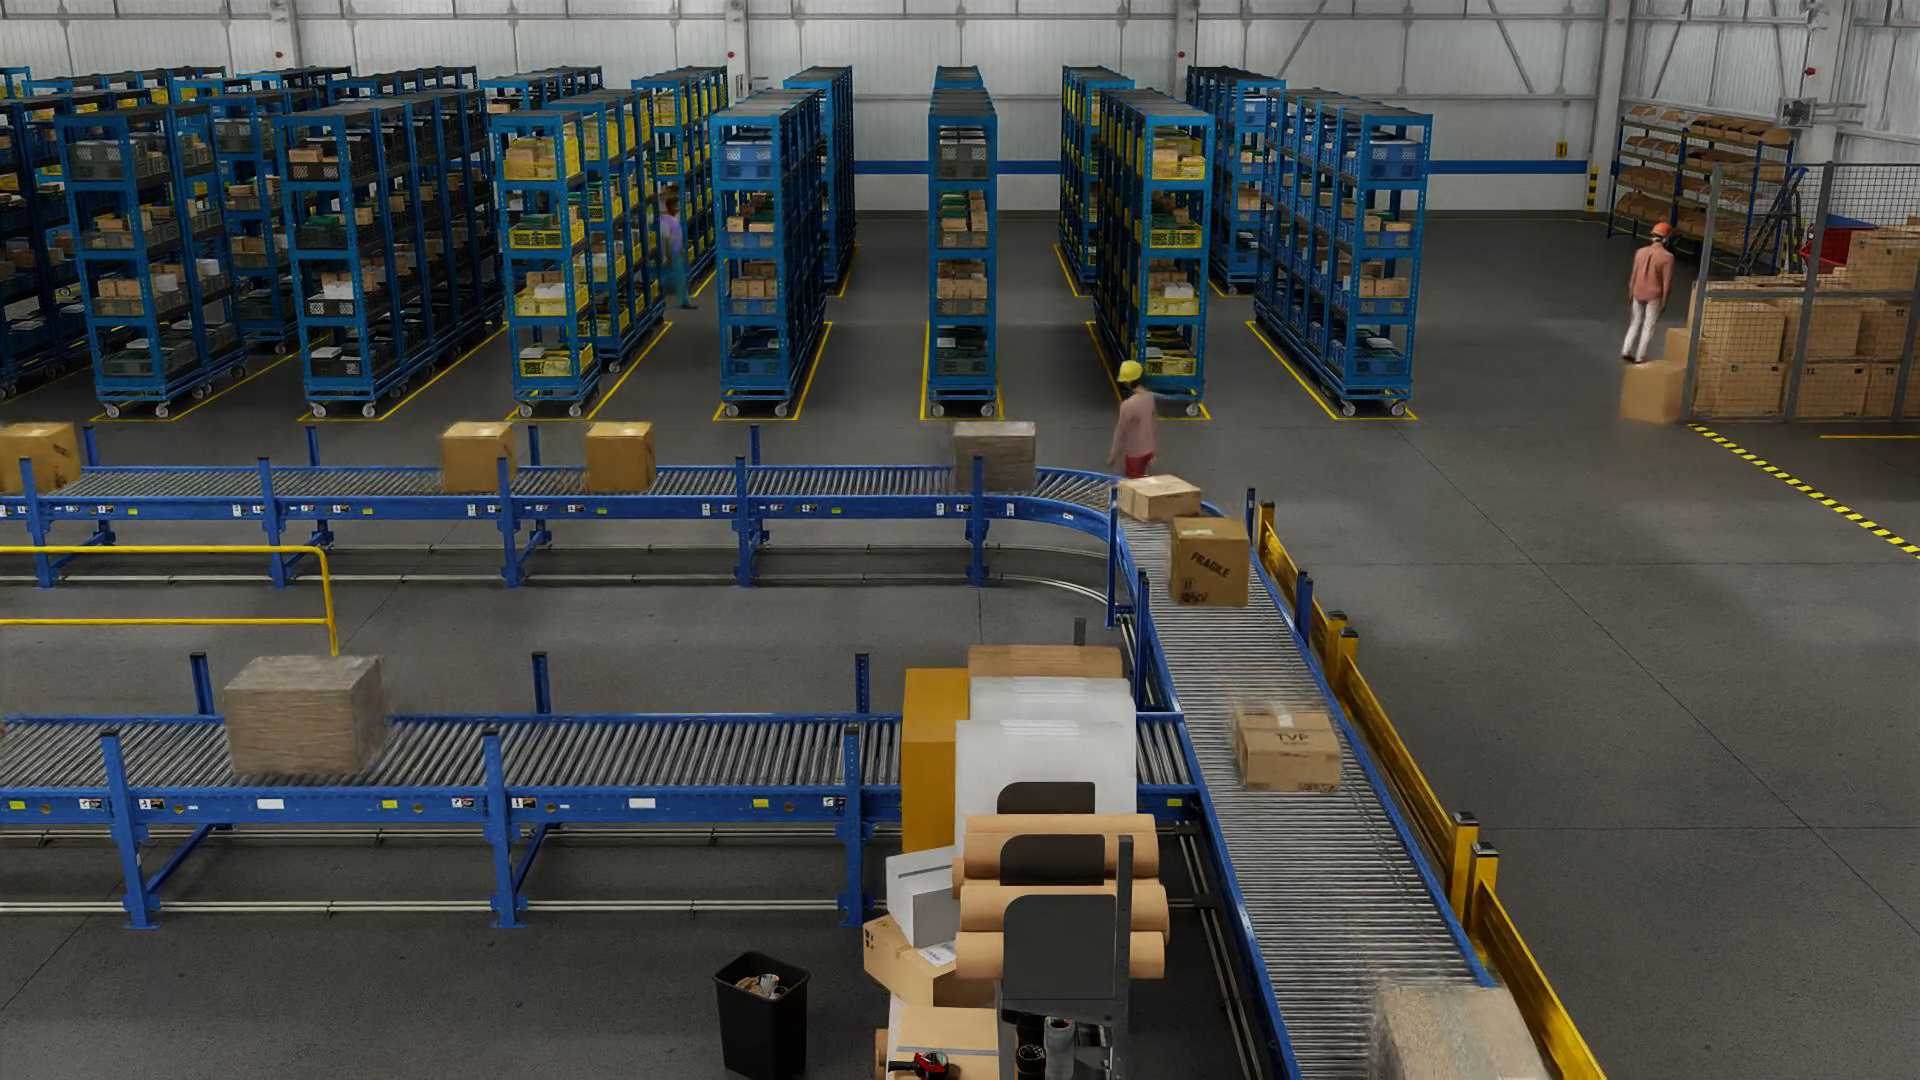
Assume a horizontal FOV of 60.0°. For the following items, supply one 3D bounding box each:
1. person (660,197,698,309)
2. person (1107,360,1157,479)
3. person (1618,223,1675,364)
[{"bbox_3d":[-4.709,-4.669,27.062,0.777,1.823,0.576,0,18,1],"label":"person"},{"bbox_3d":[1.623,-0.797,15.287,0.458,1.737,0.530,12,21,32],"label":"person"},{"bbox_3d":[9.471,-3.349,22.797,0.493,1.967,0.624,-12,21,-32],"label":"person"}]
